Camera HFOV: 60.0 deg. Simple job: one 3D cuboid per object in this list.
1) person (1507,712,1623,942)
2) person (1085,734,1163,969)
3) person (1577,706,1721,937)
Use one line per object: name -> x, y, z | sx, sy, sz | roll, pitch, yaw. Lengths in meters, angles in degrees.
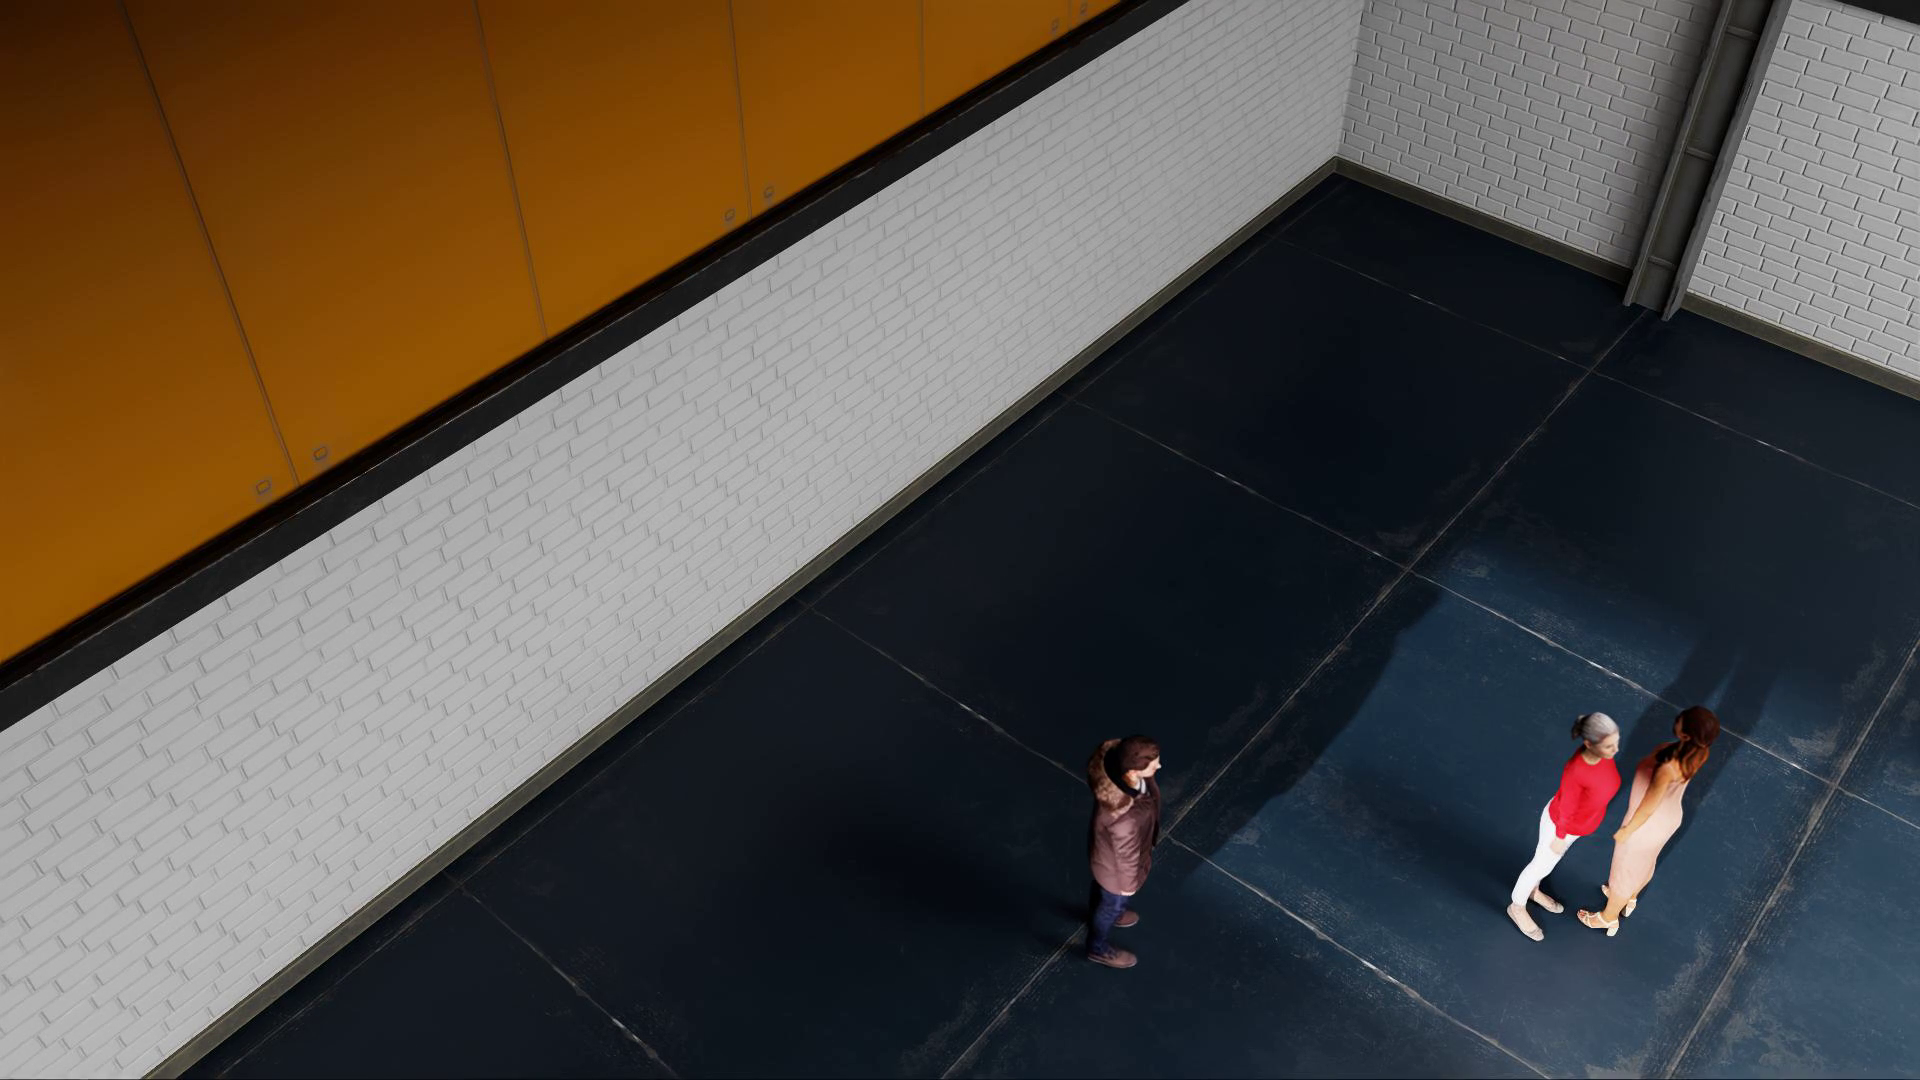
person -> 3.339, 1.549, 9.163 | 0.552, 1.693, 0.552 | 33, 53, 30
person -> 0.846, 1.648, 8.952 | 0.886, 1.841, 0.859 | 2, 44, 2
person -> 3.780, 1.534, 9.079 | 0.615, 1.832, 0.562 | -30, 51, -28
